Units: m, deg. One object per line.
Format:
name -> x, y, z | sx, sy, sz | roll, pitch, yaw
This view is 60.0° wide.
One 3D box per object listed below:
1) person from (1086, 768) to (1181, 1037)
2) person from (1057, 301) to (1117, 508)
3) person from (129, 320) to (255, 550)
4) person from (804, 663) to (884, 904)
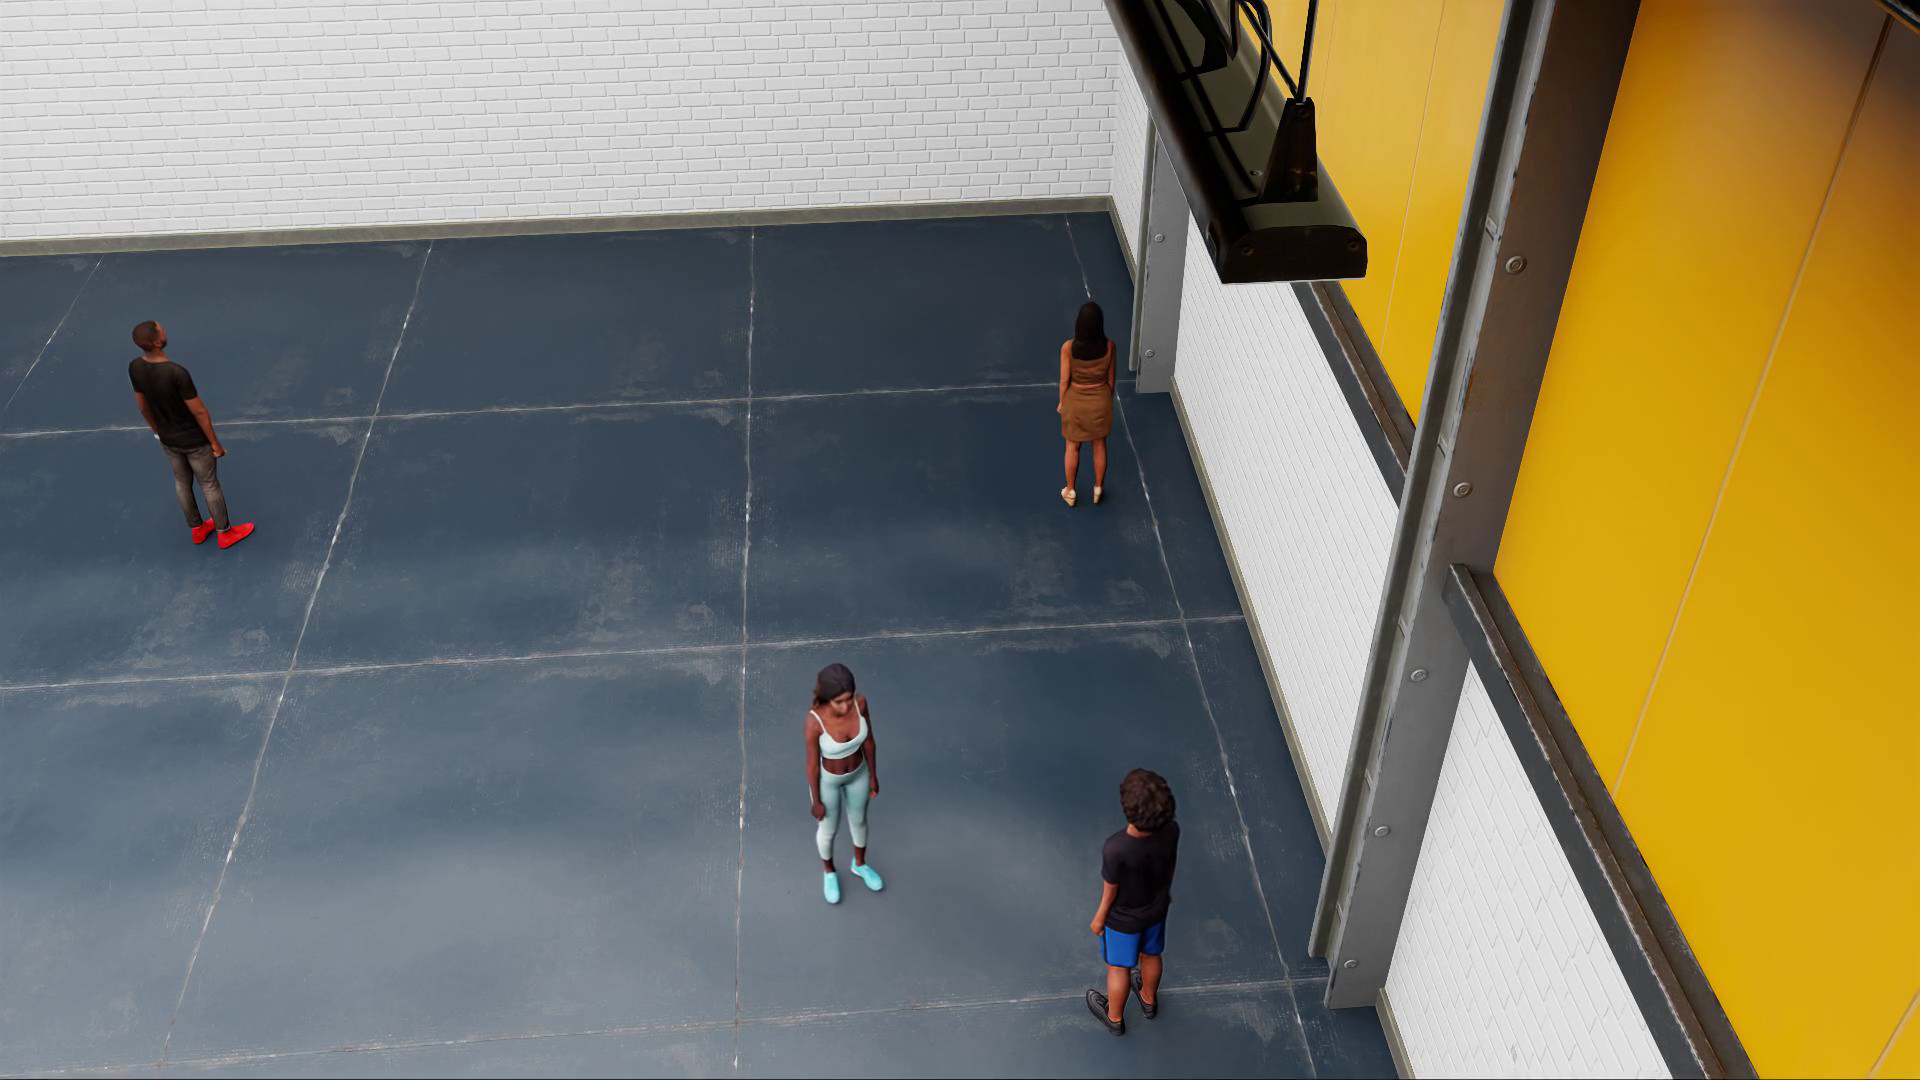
person -> 0.883, 1.839, 8.372 | 0.699, 1.797, 0.692 | -19, 42, -22
person -> 0.913, -0.970, 11.975 | 0.565, 1.690, 0.507 | -5, 39, -6
person -> -5.416, -0.731, 11.584 | 0.717, 1.805, 0.657 | 10, 40, 12
person -> -0.654, 1.308, 9.095 | 0.643, 1.725, 0.656 | -20, 43, -23
